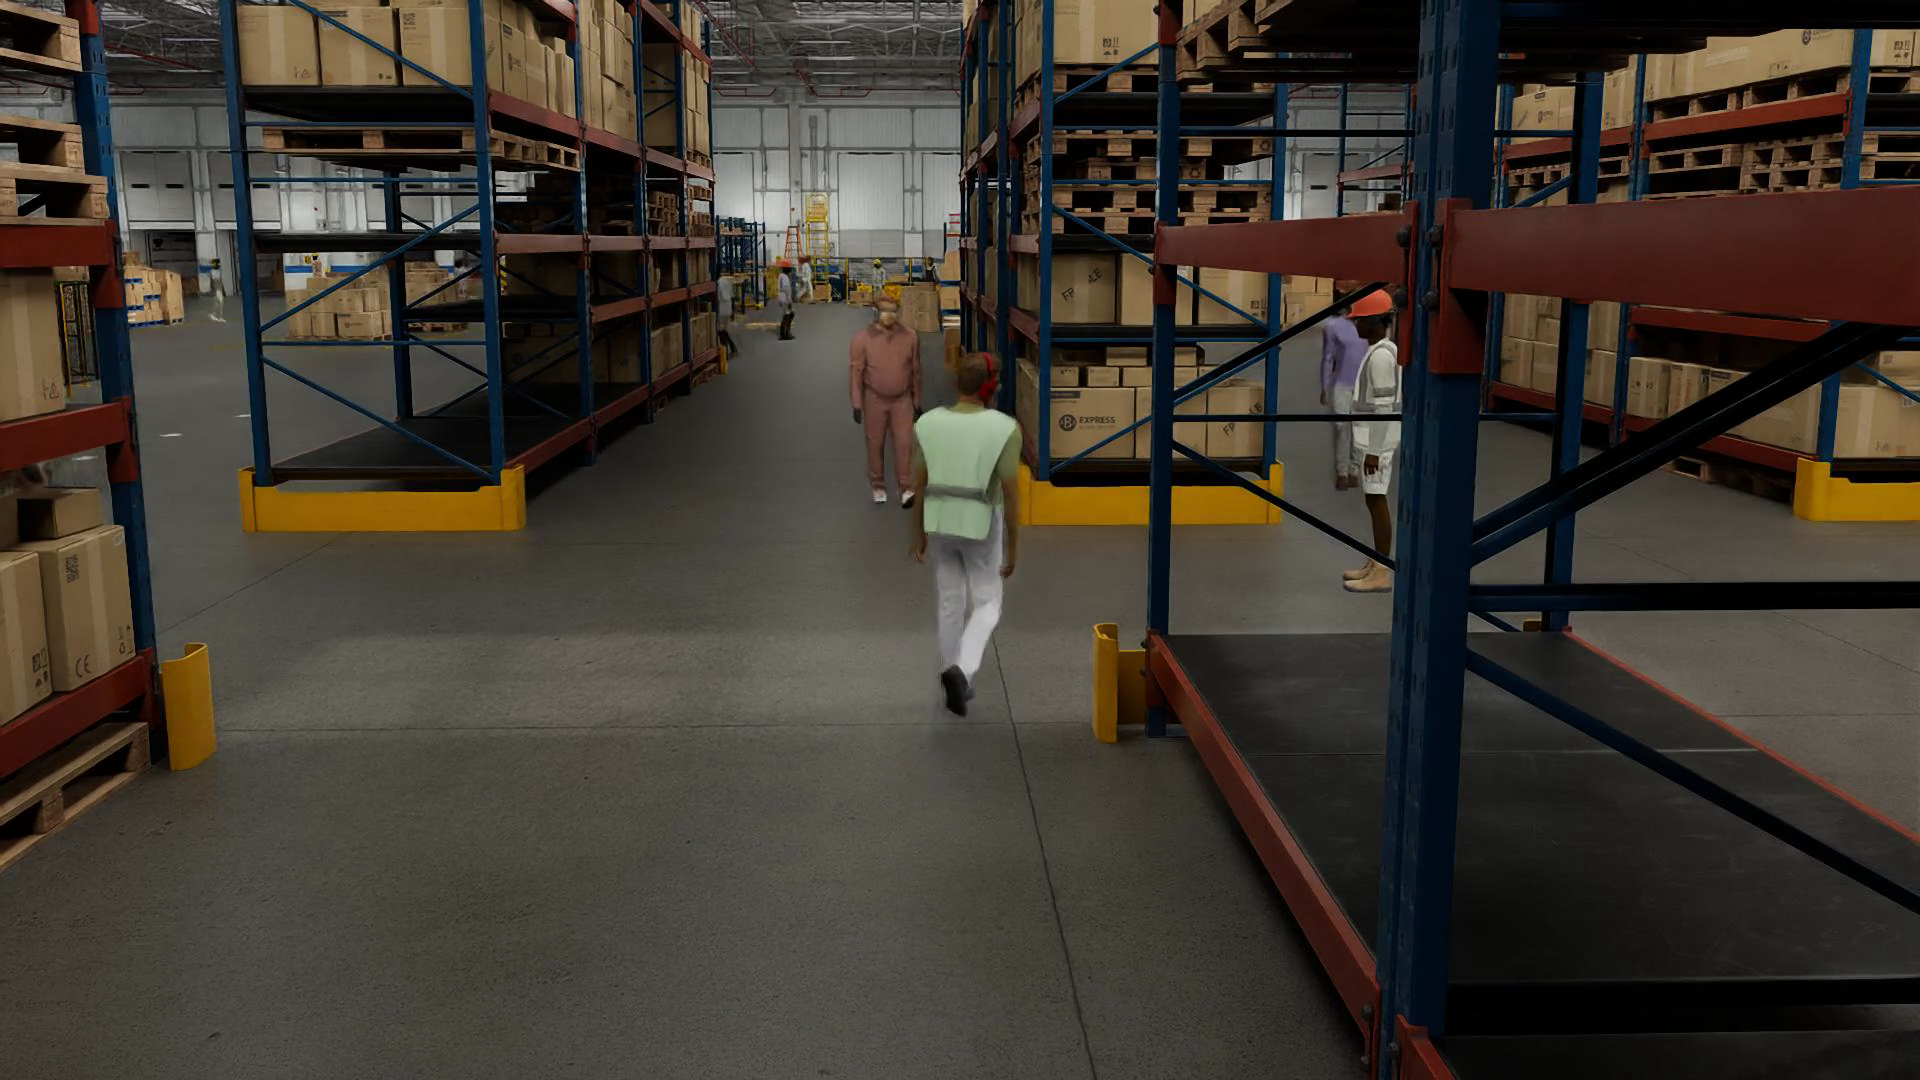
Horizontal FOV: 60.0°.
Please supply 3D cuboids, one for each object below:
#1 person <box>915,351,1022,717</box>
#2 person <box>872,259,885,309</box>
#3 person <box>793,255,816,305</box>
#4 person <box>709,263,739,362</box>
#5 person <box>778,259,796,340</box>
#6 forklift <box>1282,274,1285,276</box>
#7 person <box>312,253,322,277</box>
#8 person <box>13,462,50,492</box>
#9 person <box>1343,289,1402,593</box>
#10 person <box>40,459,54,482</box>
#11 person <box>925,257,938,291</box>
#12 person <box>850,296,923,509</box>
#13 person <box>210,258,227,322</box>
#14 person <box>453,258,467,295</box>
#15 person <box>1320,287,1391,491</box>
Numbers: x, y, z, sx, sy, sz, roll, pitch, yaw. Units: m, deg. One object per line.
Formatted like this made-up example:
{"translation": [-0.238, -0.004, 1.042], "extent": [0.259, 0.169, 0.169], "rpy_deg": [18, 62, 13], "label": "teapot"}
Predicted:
{"translation": [0.004, -0.014, 8.169], "extent": [0.608, 1.820, 0.597], "rpy_deg": [4, 11, 22], "label": "person"}
{"translation": [-2.836, -8.835, 57.516], "extent": [0.486, 1.740, 0.313], "rpy_deg": [5, 11, 26], "label": "person"}
{"translation": [-5.787, -9.688, 61.969], "extent": [0.771, 1.860, 0.594], "rpy_deg": [-3, 11, -17], "label": "person"}
{"translation": [-4.676, -4.439, 32.465], "extent": [0.476, 1.938, 0.602], "rpy_deg": [5, 11, 25], "label": "person"}
{"translation": [-4.084, -5.719, 39.658], "extent": [0.584, 1.914, 0.564], "rpy_deg": [-2, 10, -12], "label": "person"}
{"translation": [12.247, -10.290, 62.443], "extent": [1.129, 2.768, 1.873], "rpy_deg": [0, 10, -3], "label": "forklift"}
{"translation": [-26.047, -10.692, 67.341], "extent": [0.366, 1.926, 0.592], "rpy_deg": [1, 10, 7], "label": "person"}
{"translation": [-6.287, -0.548, 11.055], "extent": [1.030, 1.846, 0.641], "rpy_deg": [-1, 10, -8], "label": "person"}
{"translation": [2.752, -0.663, 11.152], "extent": [0.393, 2.039, 0.613], "rpy_deg": [3, 10, 14], "label": "person"}
{"translation": [-6.369, -0.515, 11.522], "extent": [0.689, 1.612, 0.501], "rpy_deg": [-2, 10, -13], "label": "person"}
{"translation": [-0.965, -8.375, 54.662], "extent": [0.506, 1.846, 0.345], "rpy_deg": [8, 13, 38], "label": "person"}
{"translation": [-0.628, -1.200, 14.635], "extent": [0.677, 1.857, 0.964], "rpy_deg": [-2, 10, -12], "label": "person"}
{"translation": [-21.651, -7.288, 48.595], "extent": [0.377, 1.856, 0.511], "rpy_deg": [1, 10, 4], "label": "person"}
{"translation": [-15.564, -7.880, 51.958], "extent": [0.551, 1.826, 0.631], "rpy_deg": [-4, 11, -21], "label": "person"}
{"translation": [3.731, -1.404, 15.646], "extent": [0.655, 1.906, 0.900], "rpy_deg": [1, 10, 7], "label": "person"}
